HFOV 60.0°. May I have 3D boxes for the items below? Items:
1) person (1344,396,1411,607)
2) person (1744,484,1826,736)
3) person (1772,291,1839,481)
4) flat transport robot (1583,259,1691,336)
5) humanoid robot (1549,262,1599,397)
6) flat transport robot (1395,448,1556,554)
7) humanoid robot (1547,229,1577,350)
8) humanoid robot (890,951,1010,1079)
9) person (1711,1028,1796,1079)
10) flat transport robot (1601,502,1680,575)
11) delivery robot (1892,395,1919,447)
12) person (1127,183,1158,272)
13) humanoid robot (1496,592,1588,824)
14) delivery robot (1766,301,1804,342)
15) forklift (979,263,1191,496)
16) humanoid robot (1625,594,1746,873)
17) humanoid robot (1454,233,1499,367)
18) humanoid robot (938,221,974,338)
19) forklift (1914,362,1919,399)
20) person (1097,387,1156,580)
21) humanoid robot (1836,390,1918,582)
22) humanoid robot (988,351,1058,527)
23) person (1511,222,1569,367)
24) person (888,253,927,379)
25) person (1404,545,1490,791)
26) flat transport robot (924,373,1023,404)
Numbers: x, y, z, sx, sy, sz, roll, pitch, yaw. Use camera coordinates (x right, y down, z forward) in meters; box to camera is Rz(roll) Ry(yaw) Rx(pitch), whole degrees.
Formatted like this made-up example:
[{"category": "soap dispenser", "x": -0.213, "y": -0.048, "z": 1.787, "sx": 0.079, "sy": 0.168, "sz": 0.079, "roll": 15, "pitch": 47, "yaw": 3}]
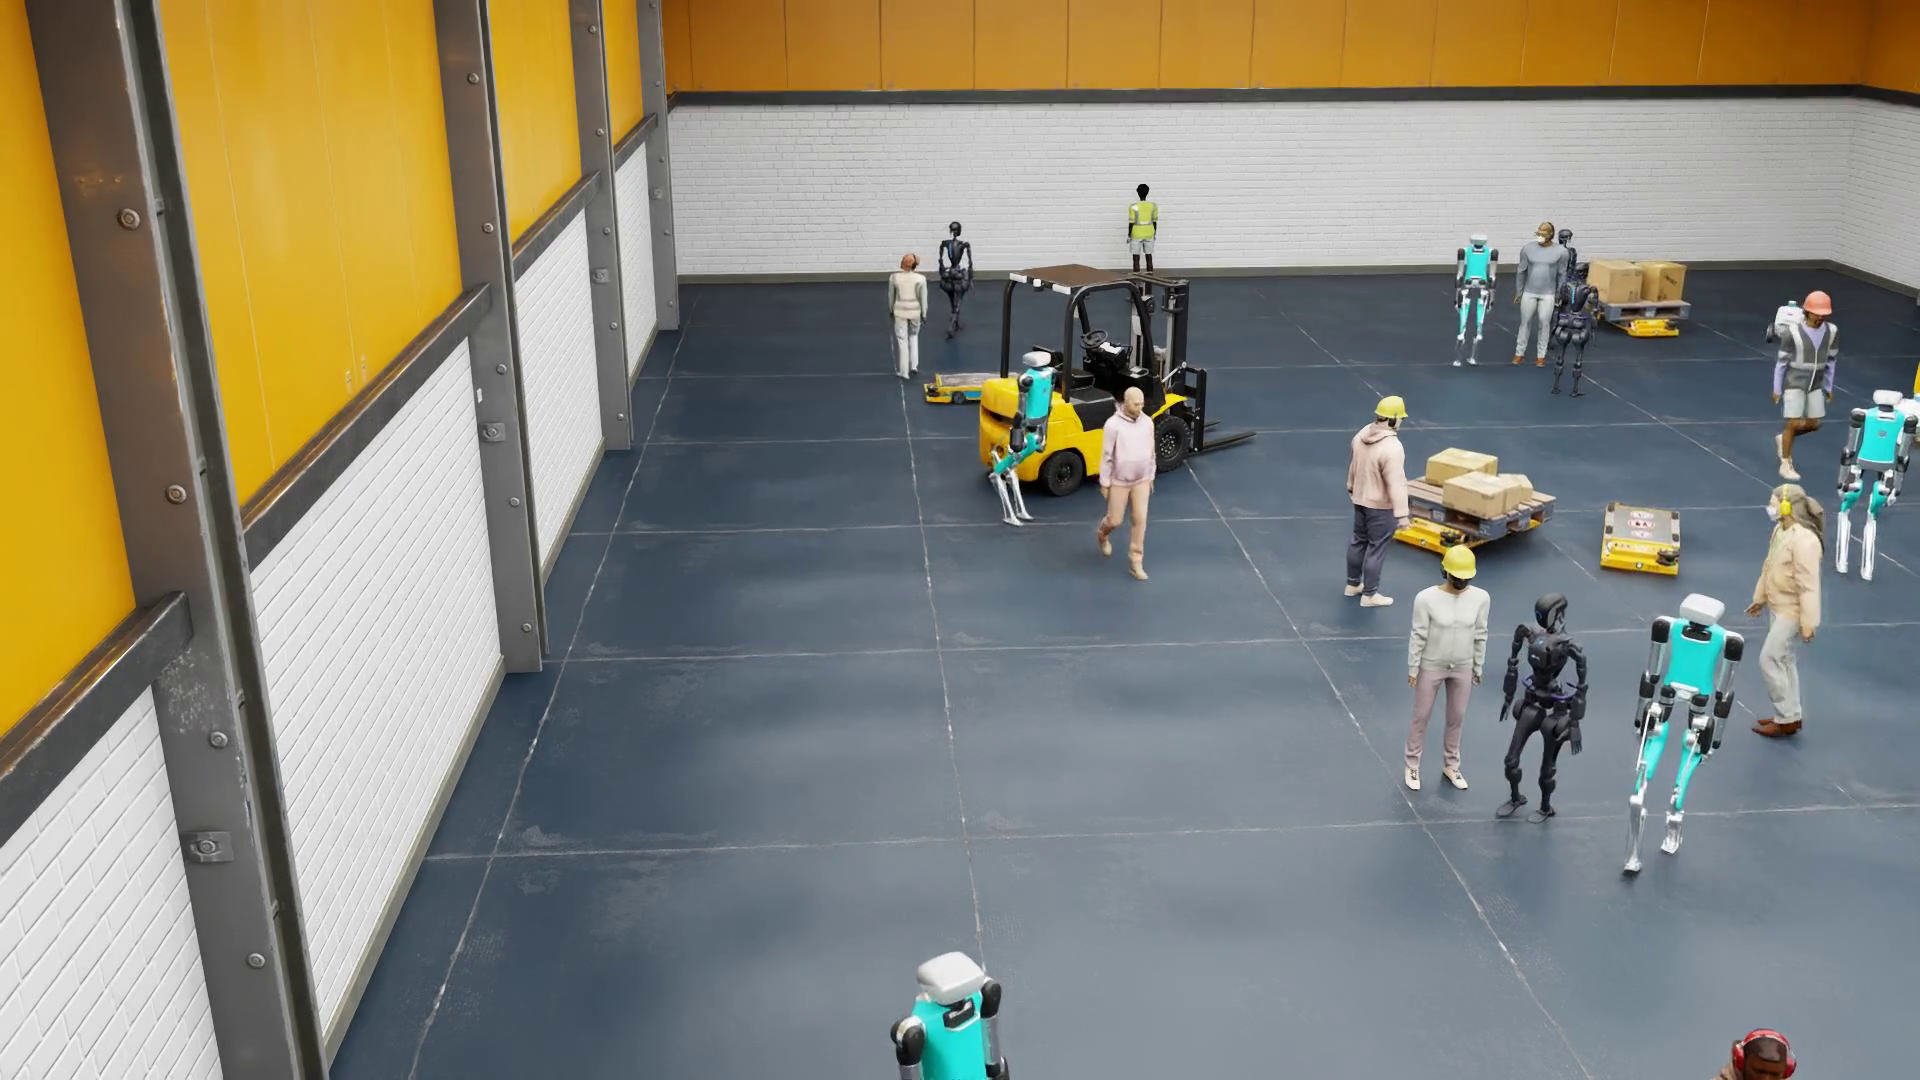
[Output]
[{"category": "person", "x": 3.548, "y": -0.329, "z": 14.226, "sx": 0.434, "sy": 1.855, "sz": 0.819, "roll": -7, "pitch": 21, "yaw": -19}, {"category": "person", "x": 5.970, "y": 0.499, "z": 11.989, "sx": 0.493, "sy": 1.840, "sz": 0.592, "roll": 3, "pitch": 20, "yaw": 9}, {"category": "person", "x": 8.889, "y": -1.656, "z": 17.593, "sx": 0.617, "sy": 2.023, "sz": 0.582, "roll": -2, "pitch": 20, "yaw": -4}, {"category": "flat transport robot", "x": 9.907, "y": -3.243, "z": 24.464, "sx": 0.659, "sy": 0.231, "sz": 1.431, "roll": -2, "pitch": 20, "yaw": -5}, {"category": "humanoid robot", "x": 7.655, "y": -2.643, "z": 20.763, "sx": 0.599, "sy": 1.657, "sz": 0.315, "roll": 18, "pitch": 26, "yaw": 39}, {"category": "flat transport robot", "x": 4.911, "y": -0.159, "z": 16.061, "sx": 1.431, "sy": 0.231, "sz": 0.659, "roll": -15, "pitch": 25, "yaw": -36}, {"category": "humanoid robot", "x": 8.312, "y": -3.488, "z": 23.075, "sx": 0.588, "sy": 1.654, "sz": 0.324, "roll": -12, "pitch": 23, "yaw": -30}, {"category": "humanoid robot", "x": 0.133, "y": 2.528, "z": 6.643, "sx": 0.537, "sy": 1.736, "sz": 1.027, "roll": -18, "pitch": 27, "yaw": -41}, {"category": "person", "x": 3.056, "y": 2.597, "z": 6.556, "sx": 0.459, "sy": 1.644, "sz": 0.313, "roll": 4, "pitch": 21, "yaw": 11}, {"category": "flat transport robot", "x": 6.423, "y": -0.024, "z": 15.691, "sx": 0.659, "sy": 0.231, "sz": 1.431, "roll": 8, "pitch": 22, "yaw": 20}, {"category": "delivery robot", "x": 10.868, "y": -1.342, "z": 18.885, "sx": 0.499, "sy": 0.606, "sz": 0.809, "roll": 1, "pitch": 20, "yaw": 3}, {"category": "person", "x": 2.949, "y": -4.917, "z": 26.945, "sx": 0.537, "sy": 1.698, "sz": 0.319, "roll": -6, "pitch": 21, "yaw": -16}, {"category": "humanoid robot", "x": 3.752, "y": 1.078, "z": 10.668, "sx": 0.419, "sy": 1.640, "sz": 0.613, "roll": -15, "pitch": 25, "yaw": -35}, {"category": "delivery robot", "x": 11.776, "y": -3.070, "z": 23.601, "sx": 0.525, "sy": 0.612, "sz": 0.784, "roll": 10, "pitch": 22, "yaw": 26}, {"category": "forklift", "x": 1.315, "y": -1.764, "z": 17.646, "sx": 2.313, "sy": 2.155, "sz": 1.214, "roll": -14, "pitch": 24, "yaw": -33}, {"category": "humanoid robot", "x": 4.330, "y": 1.248, "z": 10.125, "sx": 0.548, "sy": 1.787, "sz": 0.876, "roll": 13, "pitch": 24, "yaw": 32}, {"category": "humanoid robot", "x": 6.787, "y": -3.135, "z": 21.975, "sx": 0.530, "sy": 1.757, "sz": 0.633, "roll": 6, "pitch": 21, "yaw": 16}, {"category": "humanoid robot", "x": -0.086, "y": -3.738, "z": 23.844, "sx": 0.583, "sy": 1.635, "sz": 0.772, "roll": 10, "pitch": 23, "yaw": 26}, {"category": "forklift", "x": 12.602, "y": -2.435, "z": 19.475, "sx": 2.313, "sy": 2.155, "sz": 1.214, "roll": -1, "pitch": 20, "yaw": -4}, {"category": "person", "x": 1.484, "y": -0.546, "z": 14.966, "sx": 0.542, "sy": 1.757, "sz": 0.663, "roll": -7, "pitch": 21, "yaw": -18}, {"category": "humanoid robot", "x": 8.126, "y": -0.542, "z": 14.884, "sx": 0.531, "sy": 1.745, "sz": 0.675, "roll": 8, "pitch": 22, "yaw": 21}, {"category": "humanoid robot", "x": 0.551, "y": -1.013, "z": 16.189, "sx": 0.715, "sy": 1.738, "sz": 0.530, "roll": 15, "pitch": 25, "yaw": 36}, {"category": "person", "x": 7.700, "y": -3.268, "z": 22.113, "sx": 0.633, "sy": 1.935, "sz": 0.351, "roll": 9, "pitch": 22, "yaw": 24}, {"category": "person", "x": -0.681, "y": -2.916, "z": 21.603, "sx": 0.489, "sy": 1.621, "sz": 0.436, "roll": -3, "pitch": 20, "yaw": -8}, {"category": "person", "x": 3.256, "y": 0.858, "z": 11.130, "sx": 0.526, "sy": 1.760, "sz": 0.333, "roll": -1, "pitch": 20, "yaw": -4}, {"category": "flat transport robot", "x": 0.282, "y": -1.897, "z": 20.797, "sx": 1.431, "sy": 0.231, "sz": 0.659, "roll": -1, "pitch": 20, "yaw": -3}]
